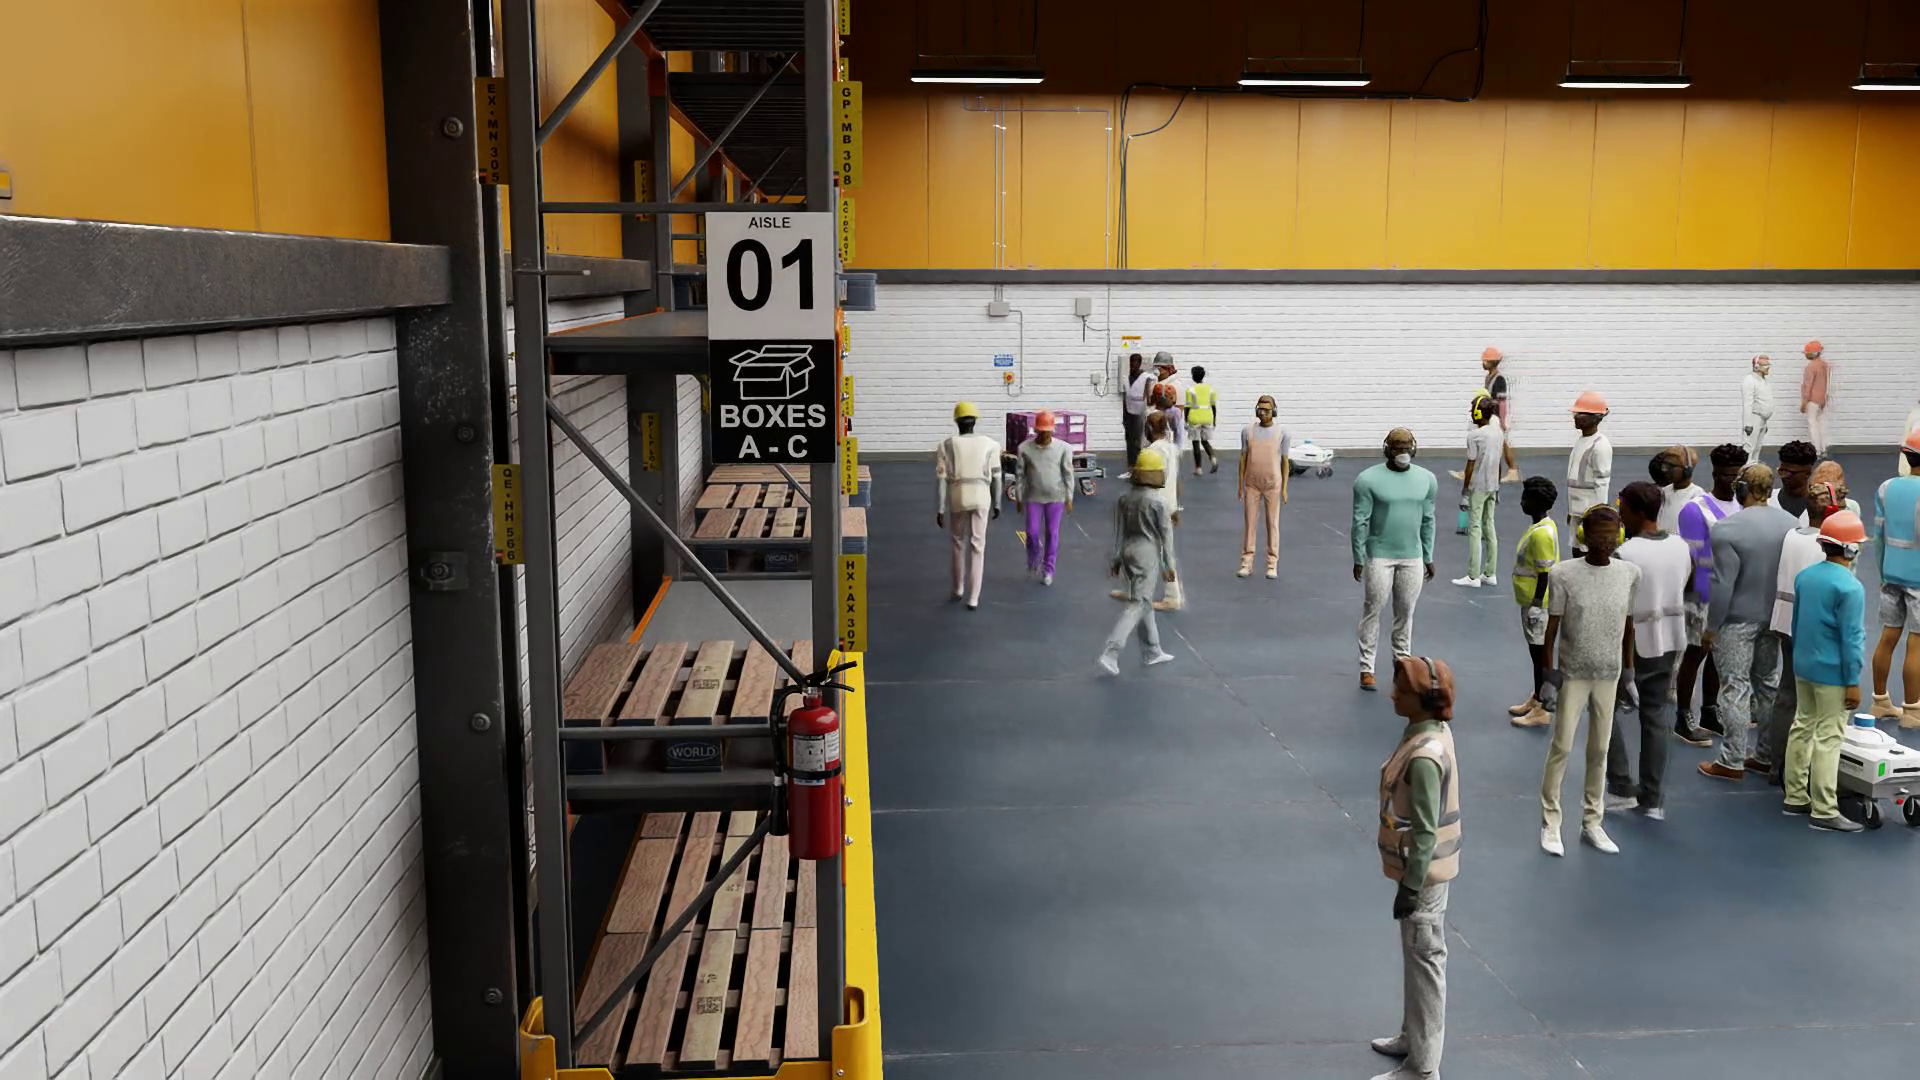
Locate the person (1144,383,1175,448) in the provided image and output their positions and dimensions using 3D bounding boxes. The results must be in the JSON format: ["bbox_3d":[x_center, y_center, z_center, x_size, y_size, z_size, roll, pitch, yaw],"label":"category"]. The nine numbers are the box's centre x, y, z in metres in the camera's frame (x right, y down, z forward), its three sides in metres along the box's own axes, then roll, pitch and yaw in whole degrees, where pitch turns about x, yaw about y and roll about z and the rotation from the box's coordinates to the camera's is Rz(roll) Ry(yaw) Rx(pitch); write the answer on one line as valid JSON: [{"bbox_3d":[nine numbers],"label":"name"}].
[{"bbox_3d":[2.142,-0.752,17.968,0.352,1.878,0.568,1,9,8],"label":"person"}]

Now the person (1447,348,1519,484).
[{"bbox_3d":[7.659,-1.792,24.142,1.086,1.979,0.626,1,9,8],"label":"person"}]

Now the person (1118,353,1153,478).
[{"bbox_3d":[2.652,-1.849,24.786,0.482,1.890,0.679,-6,11,-34],"label":"person"}]

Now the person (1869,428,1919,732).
[{"bbox_3d":[6.379,0.254,11.113,0.371,2.044,0.608,-2,9,-13],"label":"person"}]

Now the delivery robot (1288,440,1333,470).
[{"bbox_3d":[5.237,-1.267,25.031,0.707,0.478,0.477,7,11,36],"label":"delivery robot"}]

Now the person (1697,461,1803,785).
[{"bbox_3d":[4.708,0.493,9.939,0.630,1.938,0.369,-3,10,-18],"label":"person"}]

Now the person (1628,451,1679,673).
[{"bbox_3d":[5.335,0.167,12.745,0.321,1.696,0.537,-5,10,-29],"label":"person"}]

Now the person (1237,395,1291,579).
[{"bbox_3d":[3.037,-0.531,16.660,0.507,1.847,0.343,3,10,19],"label":"person"}]

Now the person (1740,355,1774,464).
[{"bbox_3d":[11.318,-1.670,23.623,0.410,1.909,0.642,9,12,43],"label":"person"}]

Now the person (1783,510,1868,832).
[{"bbox_3d":[4.793,0.709,9.156,0.331,1.754,0.564,0,9,-2],"label":"person"}]

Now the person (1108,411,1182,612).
[{"bbox_3d":[1.689,-0.261,15.088,0.825,1.798,0.509,5,11,31],"label":"person"}]

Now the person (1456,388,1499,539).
[{"bbox_3d":[5.993,-0.875,19.209,0.355,1.730,0.619,-3,9,-18],"label":"person"}]

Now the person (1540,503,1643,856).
[{"bbox_3d":[3.302,0.725,8.701,0.514,1.871,0.327,0,9,-2],"label":"person"}]

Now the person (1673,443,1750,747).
[{"bbox_3d":[4.901,0.346,10.778,0.617,1.963,0.361,-5,10,-29],"label":"person"}]

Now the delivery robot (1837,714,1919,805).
[{"bbox_3d":[5.084,1.226,9.378,0.477,0.478,0.707,-2,9,-11],"label":"delivery robot"}]

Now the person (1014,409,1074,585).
[{"bbox_3d":[0.821,-0.414,16.270,0.582,1.727,0.454,0,9,2],"label":"person"}]

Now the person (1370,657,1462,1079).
[{"bbox_3d":[1.707,1.235,6.212,0.311,1.642,0.513,3,9,17],"label":"person"}]

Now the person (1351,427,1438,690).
[{"bbox_3d":[3.175,0.136,12.183,0.636,1.936,0.354,-1,9,-6],"label":"person"}]

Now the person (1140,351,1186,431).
[{"bbox_3d":[2.644,-1.476,21.983,0.536,2.000,0.677,-4,10,-23],"label":"person"}]

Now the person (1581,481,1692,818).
[{"bbox_3d":[3.807,0.615,9.301,0.653,1.903,0.507,-5,10,-26],"label":"person"}]

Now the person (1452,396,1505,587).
[{"bbox_3d":[5.079,-0.467,16.224,0.509,1.862,0.328,-6,11,-33],"label":"person"}]

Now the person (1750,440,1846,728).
[{"bbox_3d":[5.490,0.312,11.000,0.614,1.960,0.362,8,12,40],"label":"person"}]

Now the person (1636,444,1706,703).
[{"bbox_3d":[5.100,0.236,11.844,0.326,1.845,0.517,-2,9,-12],"label":"person"}]

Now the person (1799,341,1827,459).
[{"bbox_3d":[14.065,-2.300,27.429,0.667,1.961,0.415,-8,12,-42],"label":"person"}]

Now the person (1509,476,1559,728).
[{"bbox_3d":[3.875,0.414,11.195,0.317,1.695,0.540,3,9,17],"label":"person"}]

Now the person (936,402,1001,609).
[{"bbox_3d":[0.079,-0.337,15.372,0.612,1.859,0.991,0,9,-3],"label":"person"}]

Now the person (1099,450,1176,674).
[{"bbox_3d":[1.351,0.166,12.726,0.836,1.713,0.493,-7,11,-37],"label":"person"}]

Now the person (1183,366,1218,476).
[{"bbox_3d":[3.628,-1.788,25.071,0.555,1.672,0.430,-3,10,-19],"label":"person"}]

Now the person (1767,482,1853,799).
[{"bbox_3d":[4.955,0.578,9.698,0.390,1.846,0.565,-2,9,-11],"label":"person"}]

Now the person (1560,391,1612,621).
[{"bbox_3d":[5.365,-0.257,14.306,0.368,2.048,0.605,0,9,2],"label":"person"}]

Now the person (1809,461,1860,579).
[{"bbox_3d":[6.558,0.211,12.661,0.497,1.634,0.279,7,11,37],"label":"person"}]

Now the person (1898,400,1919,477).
[{"bbox_3d":[9.829,-0.661,16.865,0.539,2.000,0.688,3,9,15],"label":"person"}]
